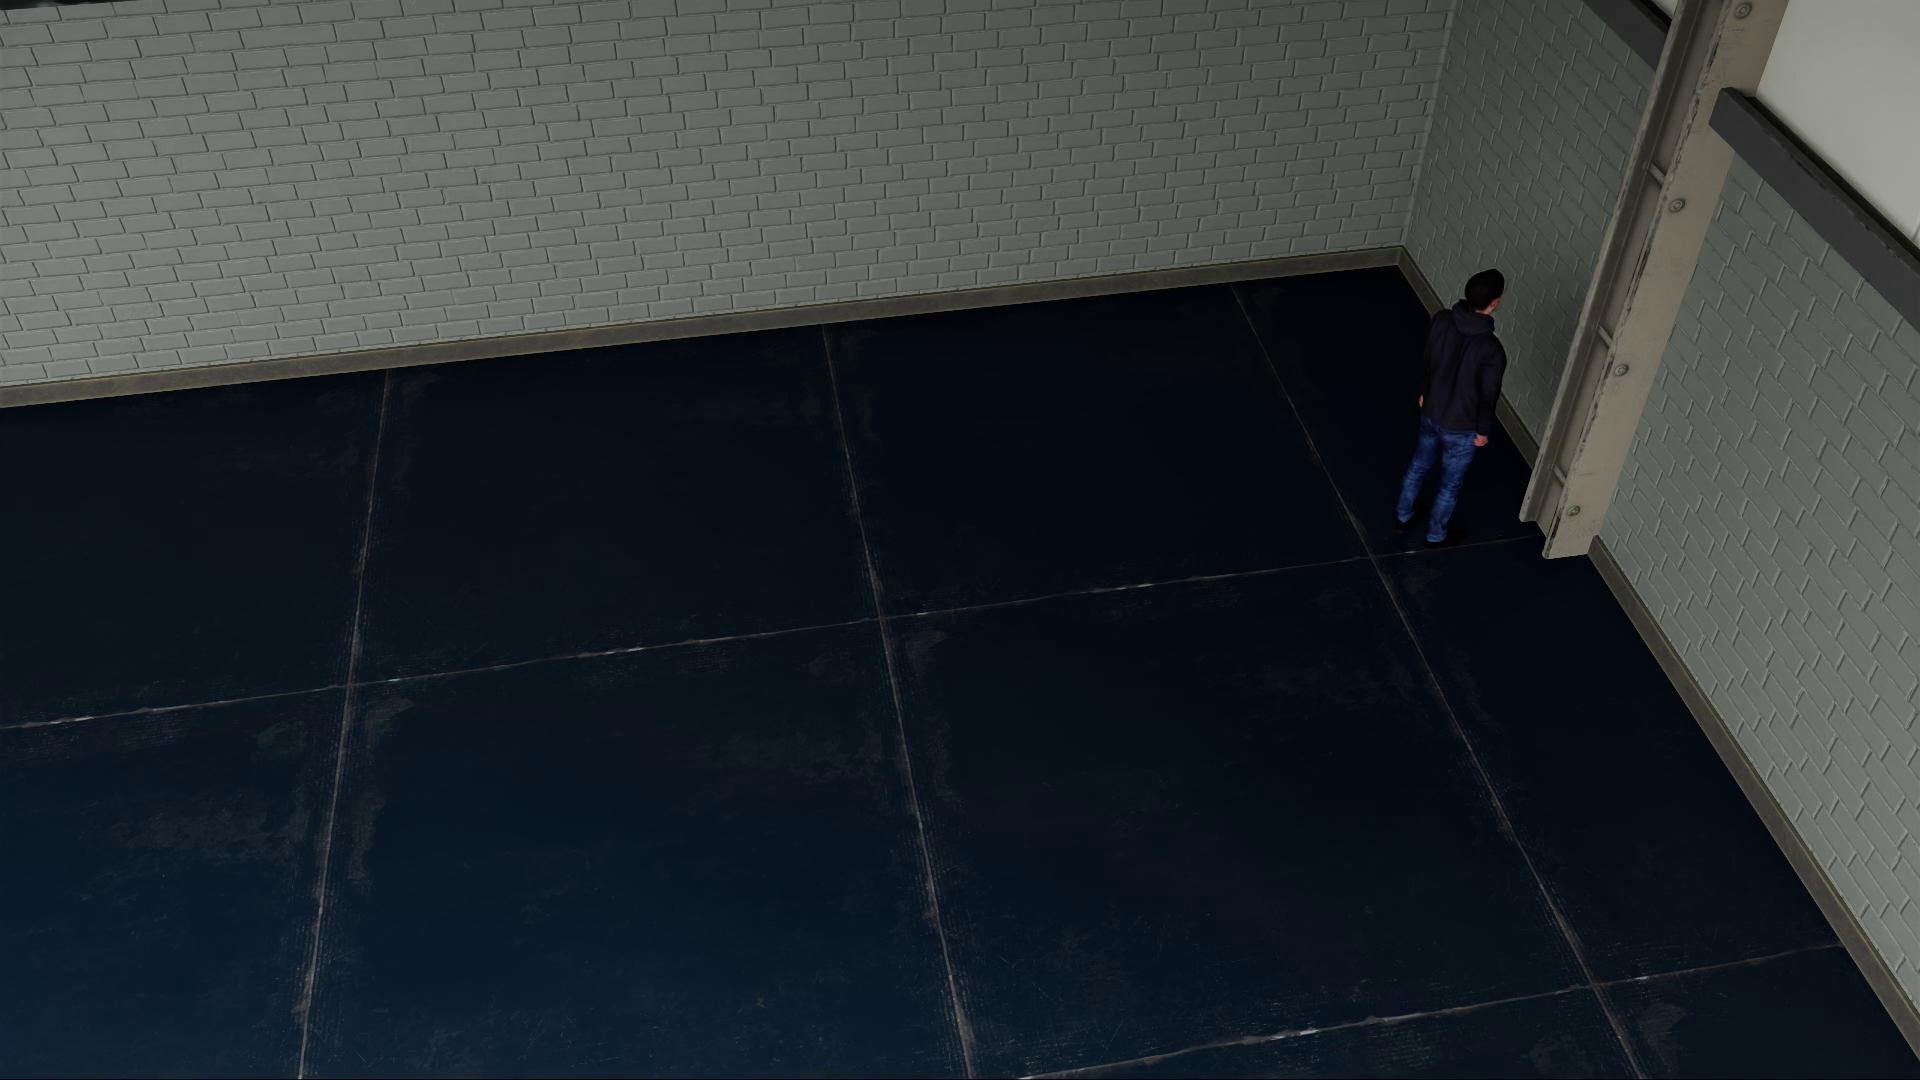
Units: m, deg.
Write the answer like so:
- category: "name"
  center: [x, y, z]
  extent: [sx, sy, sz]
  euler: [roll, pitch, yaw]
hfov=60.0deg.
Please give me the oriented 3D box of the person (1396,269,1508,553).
- category: "person"
  center: [2.822, -0.728, 9.558]
  extent: [0.817, 1.895, 0.680]
  euler: [-27, 49, -26]
